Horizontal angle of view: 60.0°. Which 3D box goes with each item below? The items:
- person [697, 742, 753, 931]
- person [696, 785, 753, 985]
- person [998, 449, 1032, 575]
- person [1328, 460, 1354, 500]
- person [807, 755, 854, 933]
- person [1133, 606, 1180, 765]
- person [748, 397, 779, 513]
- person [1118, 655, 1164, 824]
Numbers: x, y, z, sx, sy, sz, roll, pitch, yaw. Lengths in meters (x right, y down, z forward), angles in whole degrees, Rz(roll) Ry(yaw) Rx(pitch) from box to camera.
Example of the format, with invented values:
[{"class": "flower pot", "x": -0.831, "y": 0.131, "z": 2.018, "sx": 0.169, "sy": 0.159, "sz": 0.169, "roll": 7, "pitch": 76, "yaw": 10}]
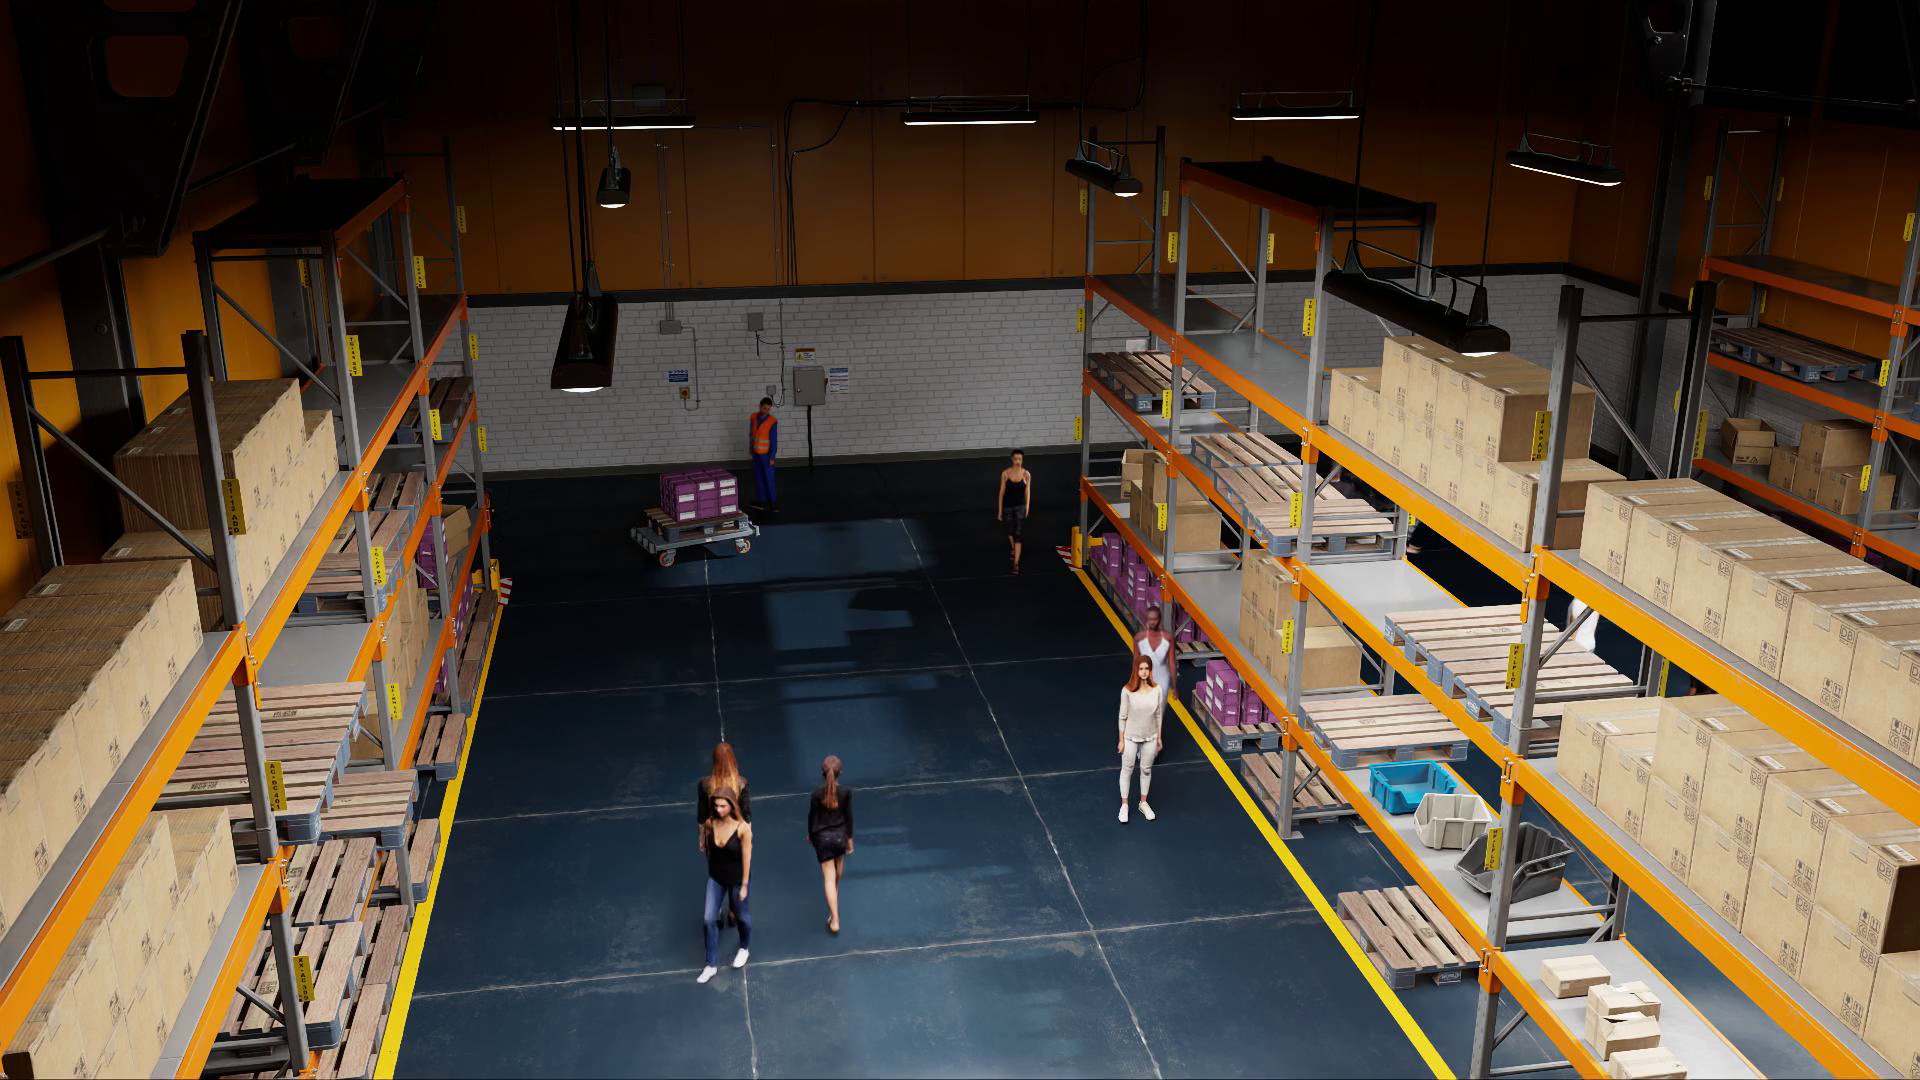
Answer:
[{"class": "person", "x": -2.002, "y": 2.571, "z": 14.140, "sx": 0.662, "sy": 1.699, "sz": 0.848, "roll": -1, "pitch": 19, "yaw": -2}, {"class": "person", "x": -1.852, "y": 2.741, "z": 13.642, "sx": 0.797, "sy": 1.695, "sz": 0.939, "roll": 5, "pitch": 19, "yaw": 15}, {"class": "person", "x": 0.753, "y": -0.433, "z": 23.096, "sx": 0.838, "sy": 1.676, "sz": 1.229, "roll": 2, "pitch": 19, "yaw": 7}, {"class": "person", "x": 4.929, "y": -0.174, "z": 22.074, "sx": 0.720, "sy": 1.836, "sz": 0.603, "roll": -2, "pitch": 19, "yaw": -6}, {"class": "person", "x": -1.102, "y": 2.615, "z": 14.292, "sx": 0.603, "sy": 1.517, "sz": 1.060, "roll": -5, "pitch": 19, "yaw": -15}, {"class": "person", "x": 1.989, "y": 1.481, "z": 17.265, "sx": 0.638, "sy": 1.770, "sz": 0.687, "roll": -2, "pitch": 19, "yaw": -5}, {"class": "person", "x": -3.051, "y": -1.335, "z": 25.523, "sx": 0.944, "sy": 1.835, "sz": 0.883, "roll": -16, "pitch": 24, "yaw": -39}, {"class": "person", "x": 1.739, "y": 1.898, "z": 16.117, "sx": 0.593, "sy": 1.712, "sz": 0.546, "roll": -3, "pitch": 19, "yaw": -8}]
